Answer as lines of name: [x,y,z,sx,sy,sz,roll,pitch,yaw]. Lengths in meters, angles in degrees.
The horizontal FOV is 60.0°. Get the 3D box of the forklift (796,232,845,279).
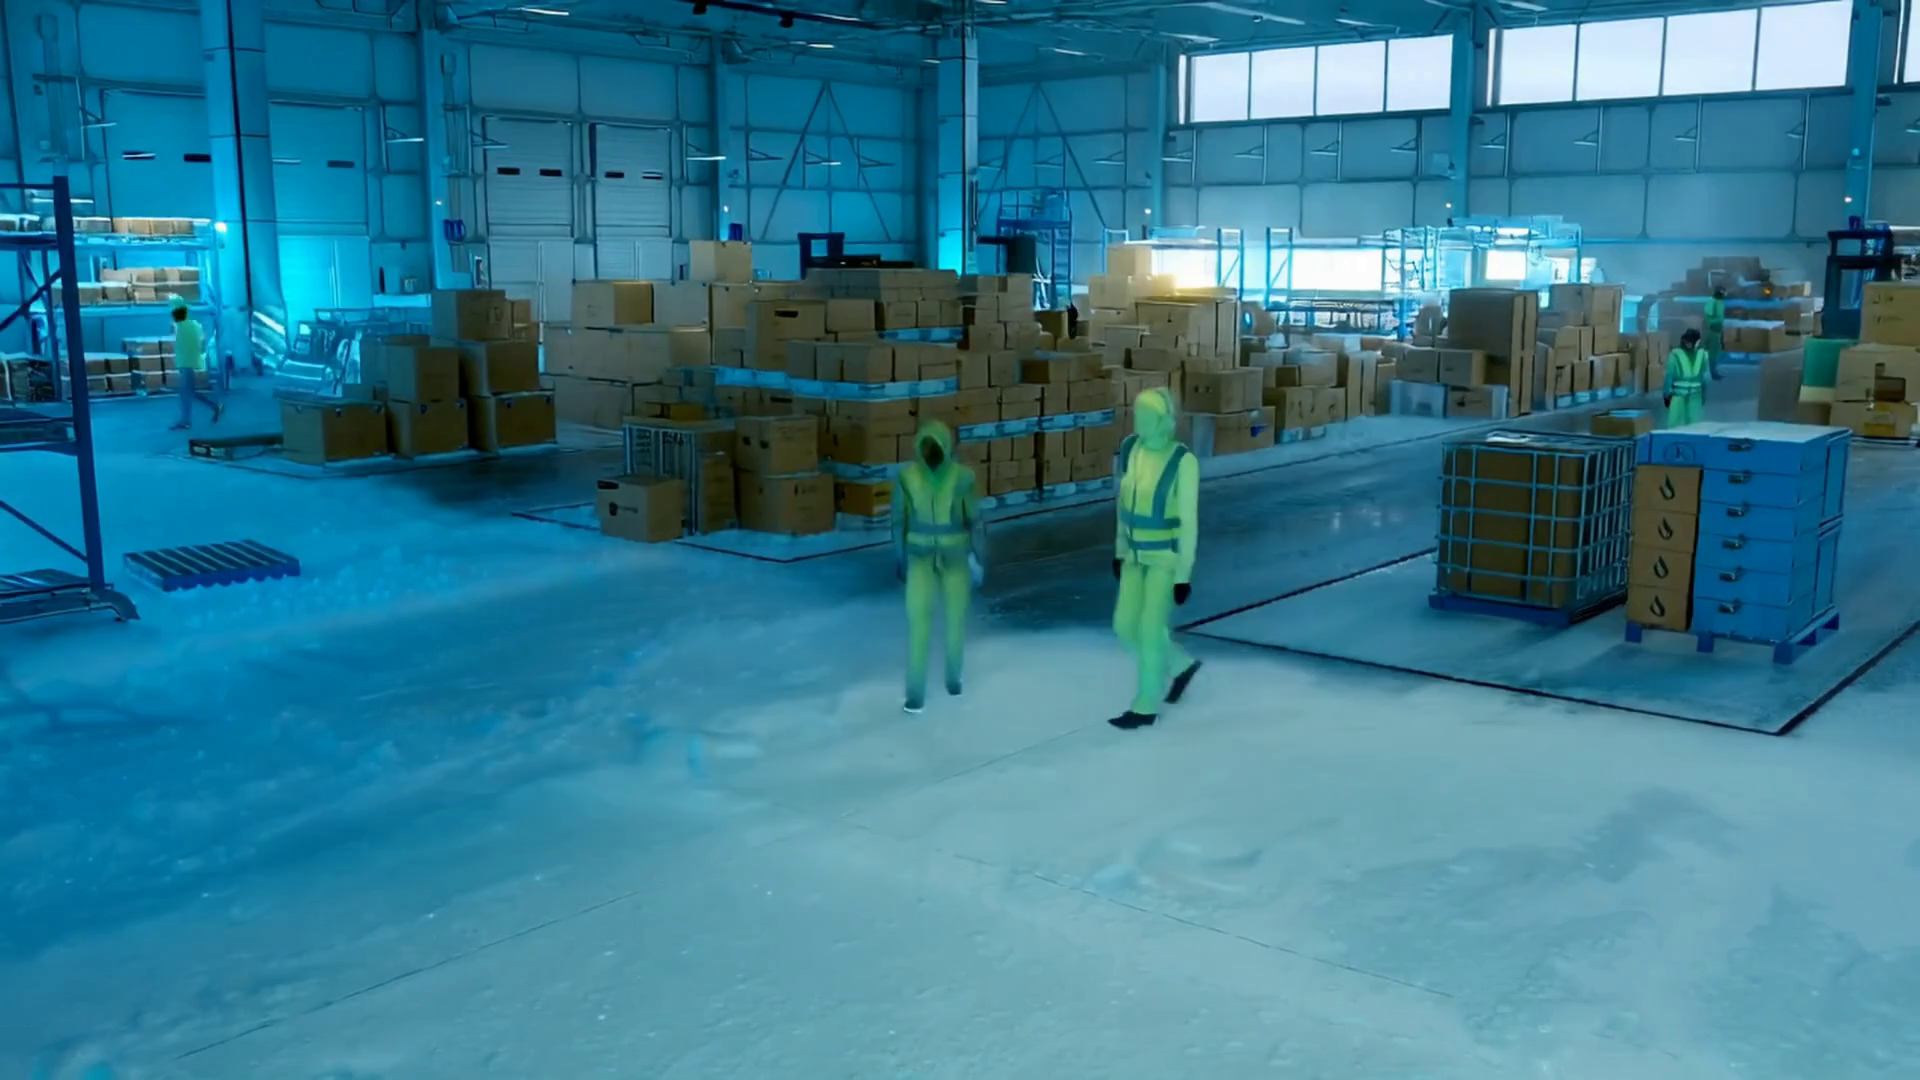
forklift: [-2.553,-4.254,30.612,1.873,2.768,1.129,8,13,40]

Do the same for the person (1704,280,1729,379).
person: [14.685,-4.091,32.397,0.554,1.921,0.458,-7,12,-34]

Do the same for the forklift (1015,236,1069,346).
forklift: [1.540,-5.658,38.608,1.873,2.768,1.129,2,10,14]

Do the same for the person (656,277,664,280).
person: [-6.452,-4.715,35.960,0.631,1.931,0.383,-5,11,-24]

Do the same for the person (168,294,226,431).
person: [-10.791,-2.501,23.407,0.749,1.907,0.600,-9,13,-41]

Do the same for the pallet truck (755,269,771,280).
pallet truck: [-4.996,-6.432,45.525,1.885,1.965,0.823,-6,12,-32]

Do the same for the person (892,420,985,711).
person: [-0.122,0.141,9.195,0.543,1.594,0.817,1,10,8]

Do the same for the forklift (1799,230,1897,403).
forklift: [14.581,-3.636,27.091,1.129,2.768,1.873,8,13,40]

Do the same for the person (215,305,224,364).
person: [-15.366,-4.371,34.780,0.884,1.651,0.567,2,10,11]

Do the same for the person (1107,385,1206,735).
person: [1.075,0.101,8.728,0.563,1.856,0.656,-5,11,-28]

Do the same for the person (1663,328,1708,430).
person: [8.593,-1.710,19.740,0.522,1.610,0.432,0,10,0]
